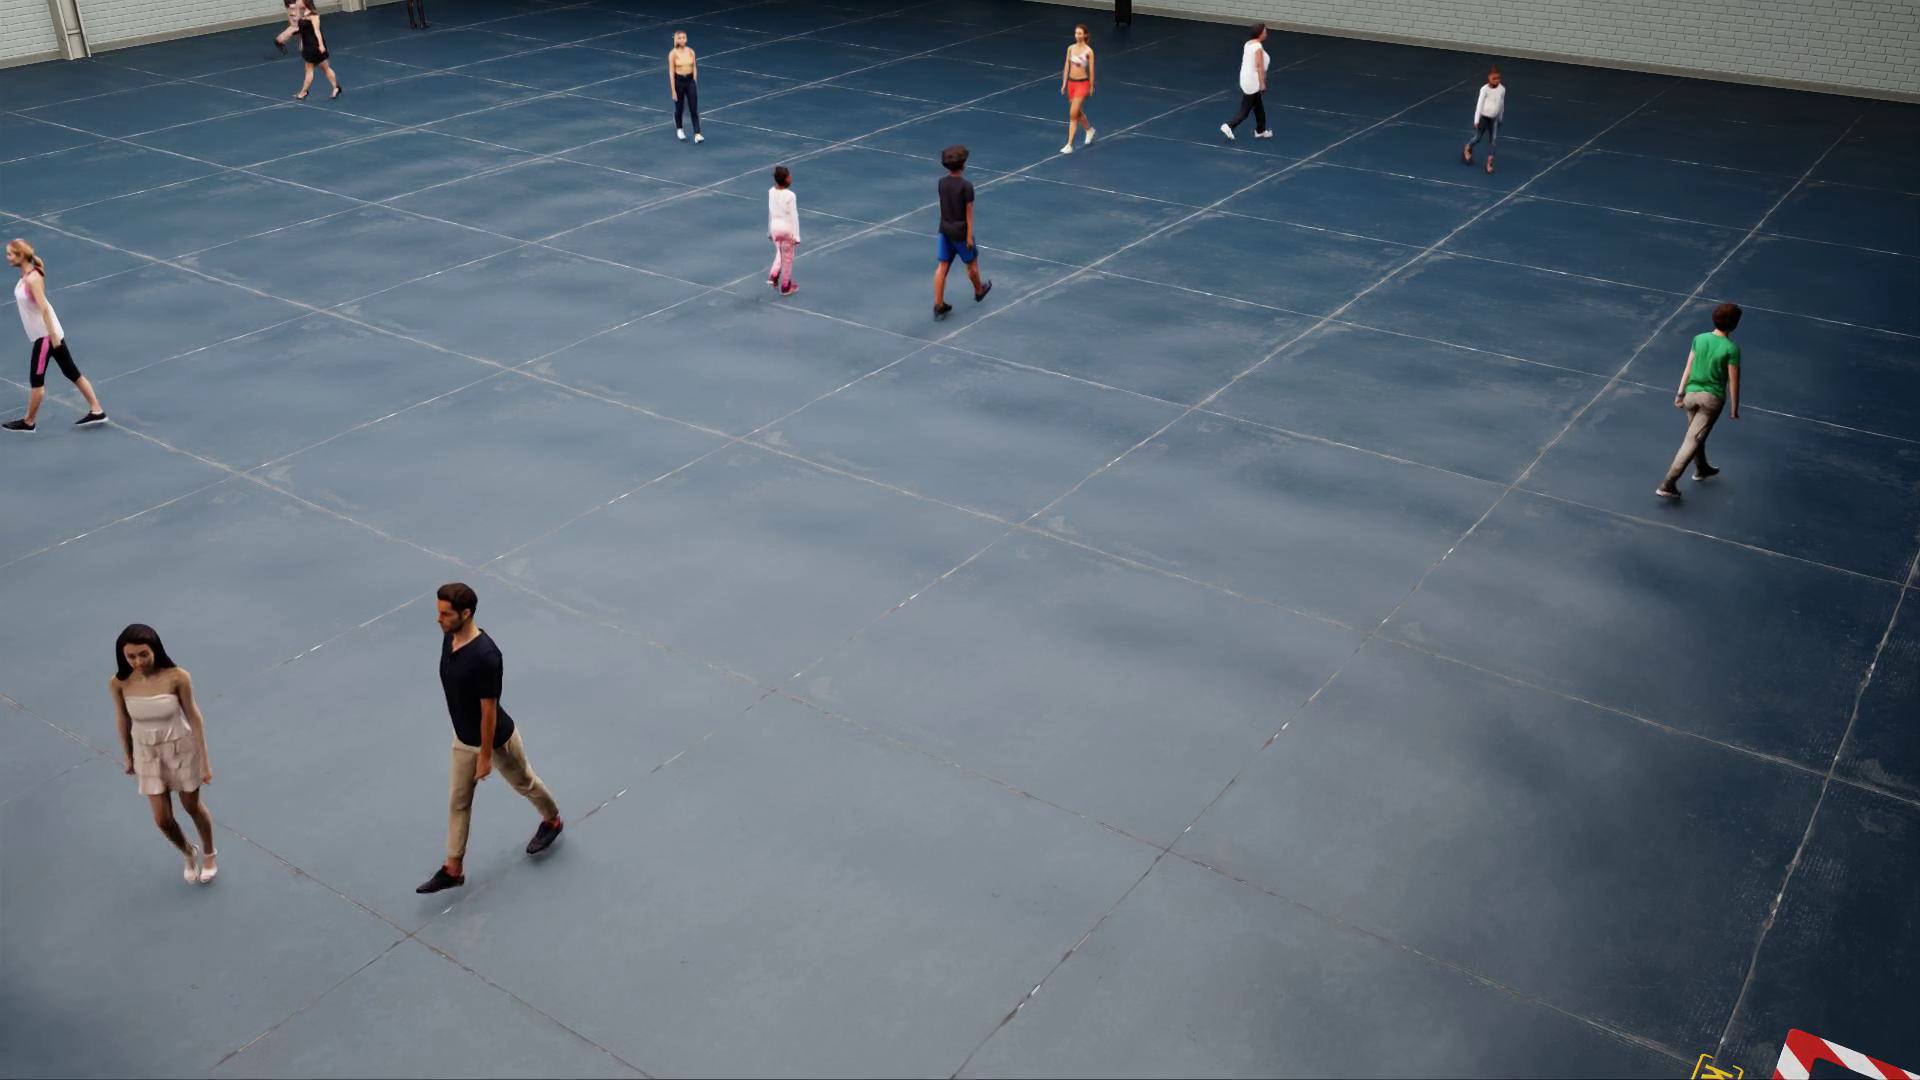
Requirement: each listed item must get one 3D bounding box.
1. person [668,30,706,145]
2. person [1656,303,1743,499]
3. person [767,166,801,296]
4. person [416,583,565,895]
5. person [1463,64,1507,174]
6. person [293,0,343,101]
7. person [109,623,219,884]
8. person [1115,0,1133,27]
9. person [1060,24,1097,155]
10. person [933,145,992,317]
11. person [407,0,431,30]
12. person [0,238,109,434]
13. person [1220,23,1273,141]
[{"bbox_3d":[-4.049,-6.581,24.189,1.127,1.581,1.014,-13,30,-23],"label":"person"},{"bbox_3d":[5.992,-1.091,13.497,1.201,1.608,0.892,-17,32,-29],"label":"person"},{"bbox_3d":[-1.965,-3.349,18.067,0.551,1.438,0.608,17,32,30],"label":"person"},{"bbox_3d":[-2.525,1.045,9.129,0.678,1.809,1.151,20,33,33],"label":"person"},{"bbox_3d":[7.221,-5.804,22.845,0.975,1.430,1.044,-5,28,-10],"label":"person"},{"bbox_3d":[-10.195,-7.854,26.549,1.118,1.683,0.928,-16,31,-28],"label":"person"},{"bbox_3d":[-4.272,1.140,9.048,0.758,1.714,0.816,-5,28,-10],"label":"person"},{"bbox_3d":[3.200,-10.887,32.528,0.658,1.603,0.661,3,27,6],"label":"person"},{"bbox_3d":[1.723,-6.445,23.732,0.575,1.757,1.151,19,33,33],"label":"person"},{"bbox_3d":[-0.099,-3.195,17.434,0.662,1.744,1.130,17,32,29],"label":"person"},{"bbox_3d":[-10.653,-10.880,32.295,0.736,1.803,0.759,2,27,4],"label":"person"},{"bbox_3d":[-7.966,-1.799,14.722,1.164,1.746,0.939,-14,30,-25],"label":"person"},{"bbox_3d":[4.211,-6.655,24.251,1.137,1.654,1.105,-2,27,-4],"label":"person"}]
